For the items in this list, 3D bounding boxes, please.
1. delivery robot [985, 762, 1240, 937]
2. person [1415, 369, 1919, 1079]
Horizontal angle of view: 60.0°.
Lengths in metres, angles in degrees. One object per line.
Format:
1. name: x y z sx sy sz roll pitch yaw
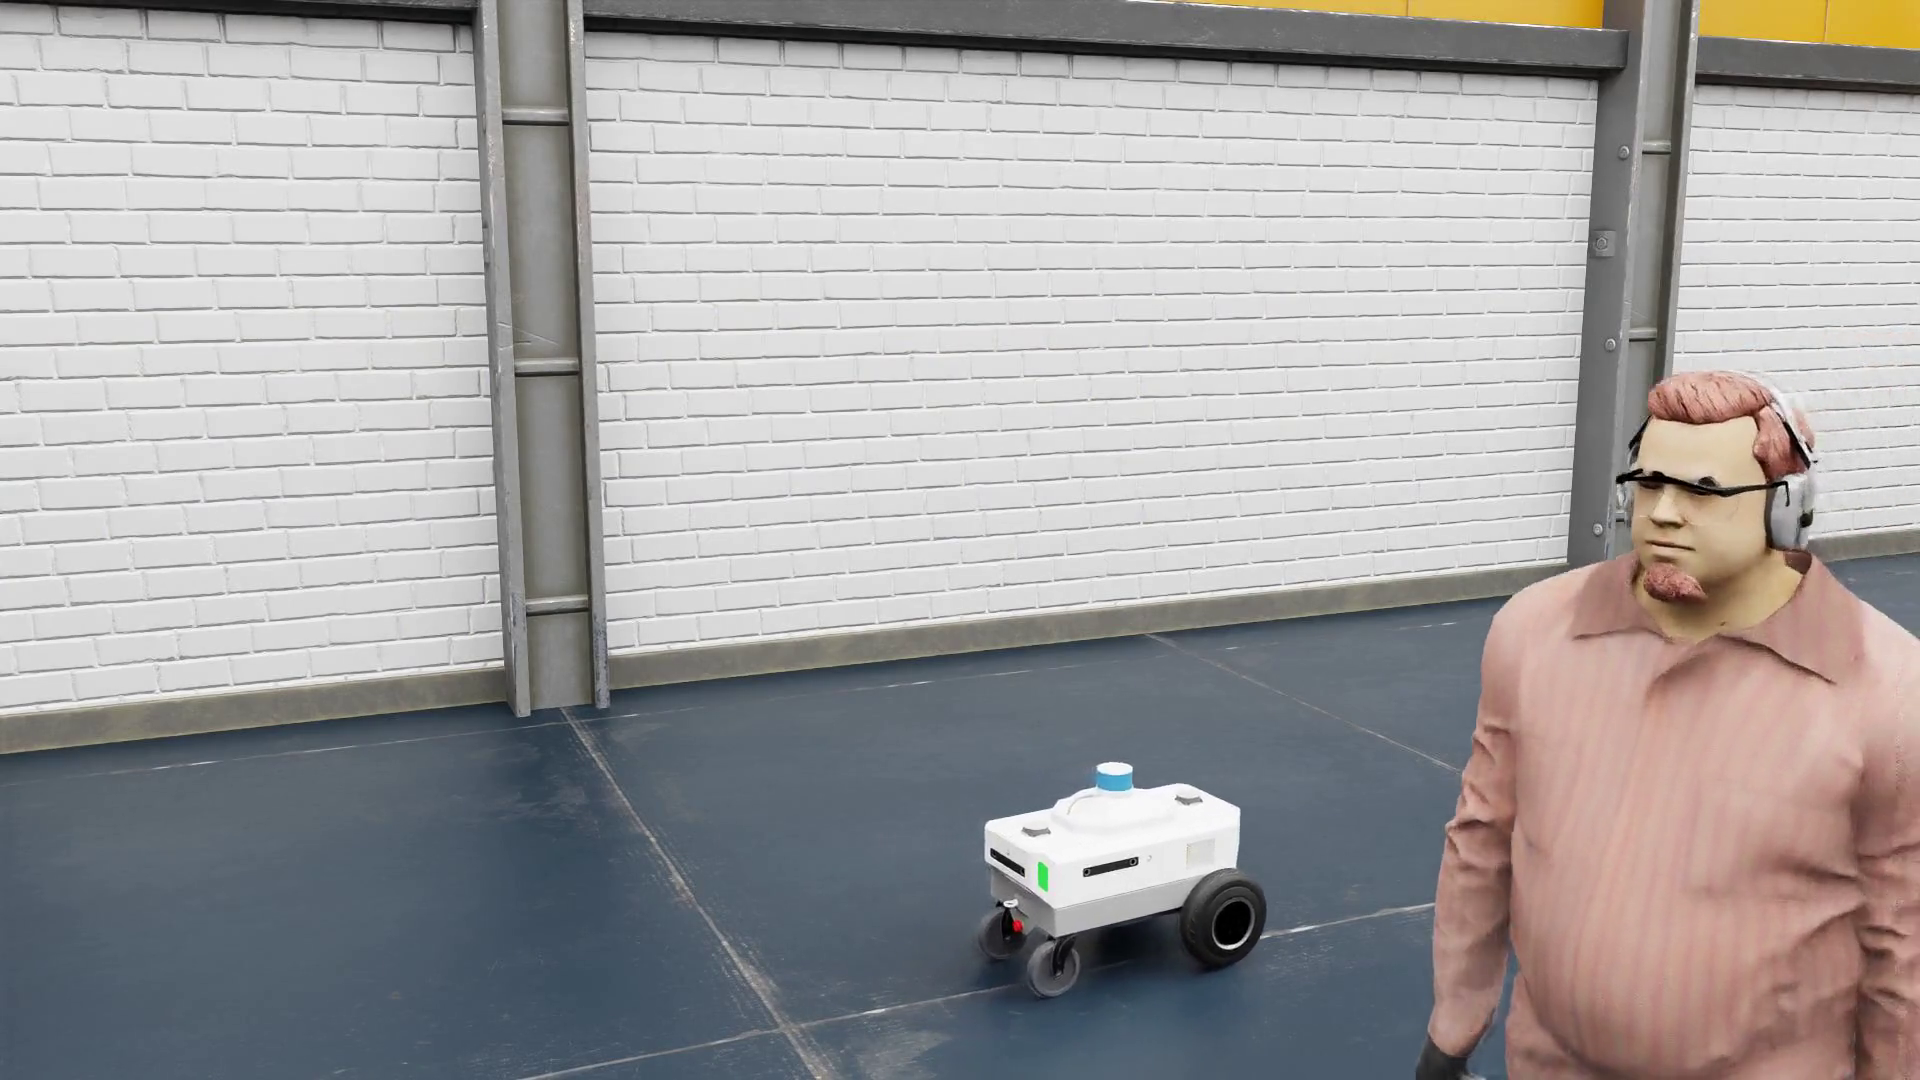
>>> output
1. delivery robot: 0.428 0.868 4.657 0.707 0.478 0.477 -6 12 -29
2. person: 1.002 0.691 2.306 0.944 1.874 0.653 -9 13 -40
